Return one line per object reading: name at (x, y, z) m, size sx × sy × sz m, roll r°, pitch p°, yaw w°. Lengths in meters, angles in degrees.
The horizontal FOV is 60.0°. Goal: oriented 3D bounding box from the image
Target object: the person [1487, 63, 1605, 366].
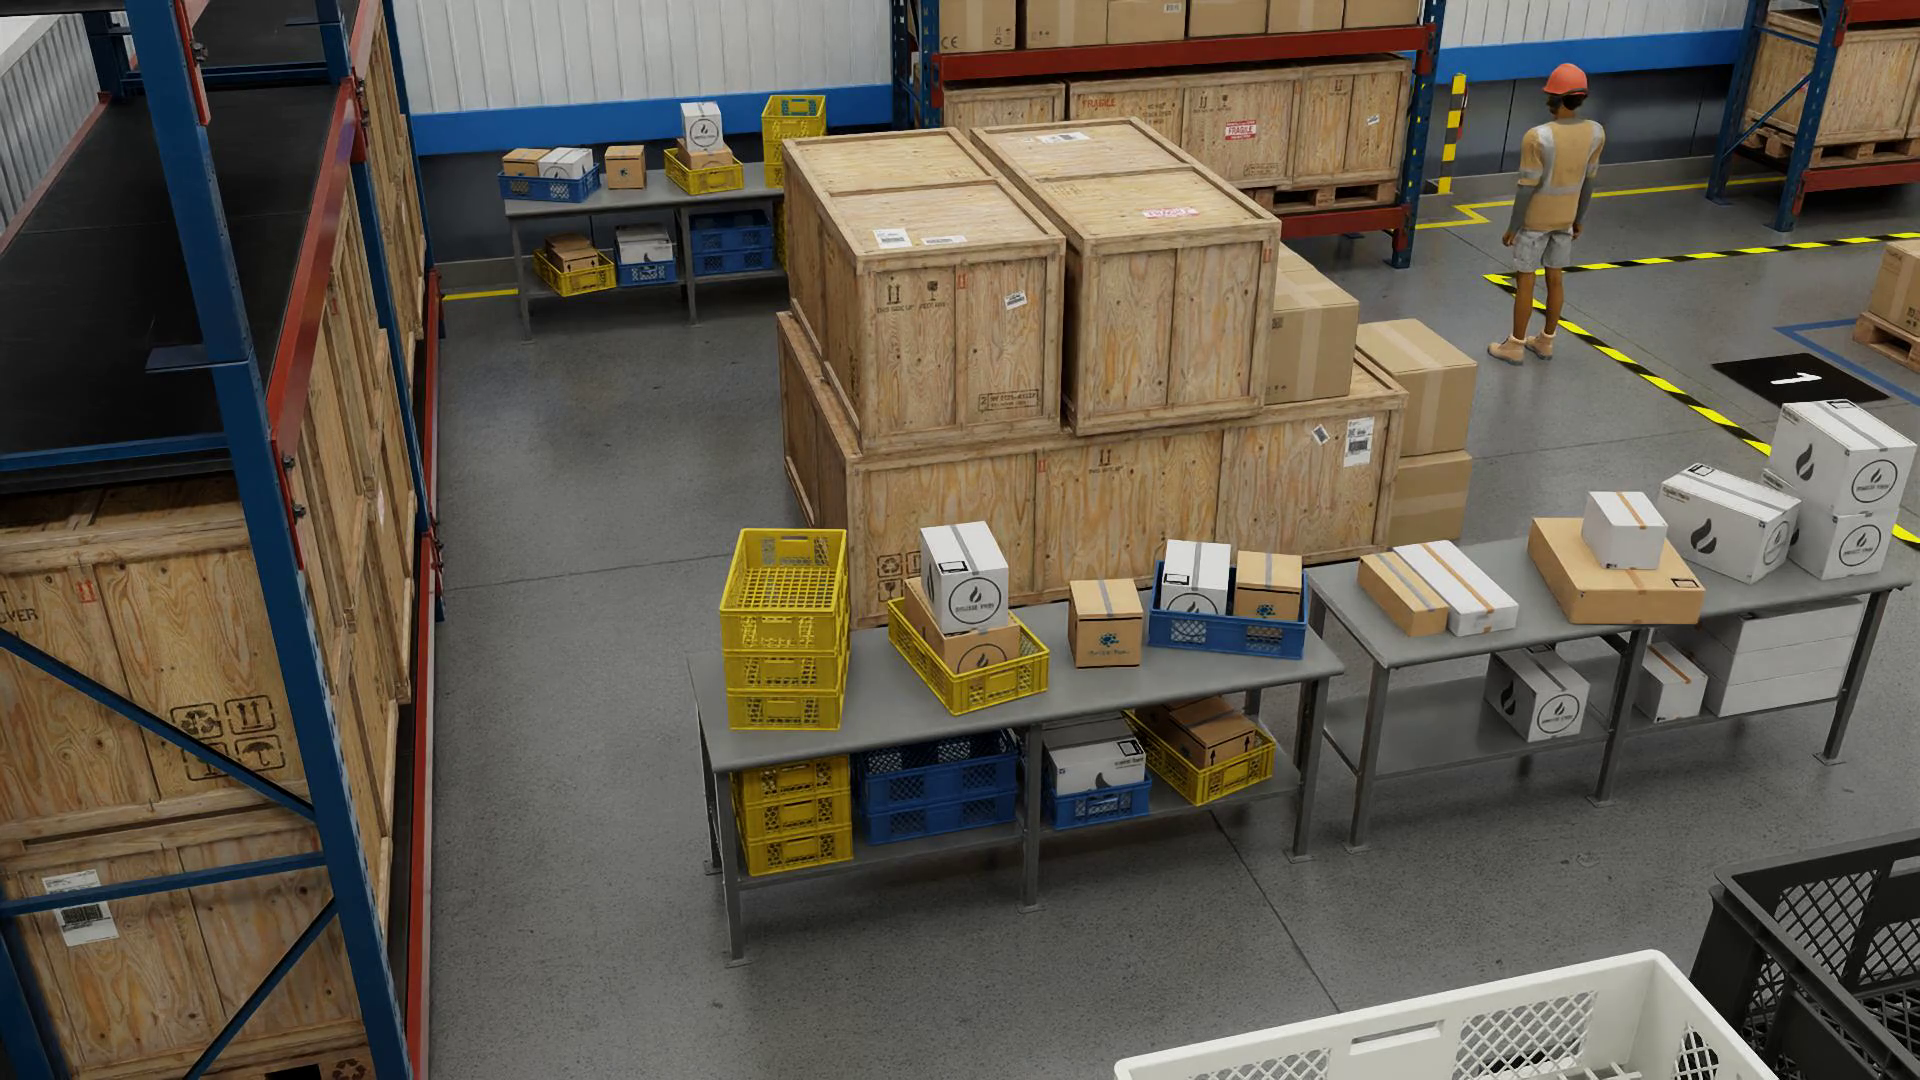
person at (3.952, -2.180, 11.238) m, size 0.613 × 2.041 × 0.375 m, roll -10°, pitch 30°, yaw -17°
